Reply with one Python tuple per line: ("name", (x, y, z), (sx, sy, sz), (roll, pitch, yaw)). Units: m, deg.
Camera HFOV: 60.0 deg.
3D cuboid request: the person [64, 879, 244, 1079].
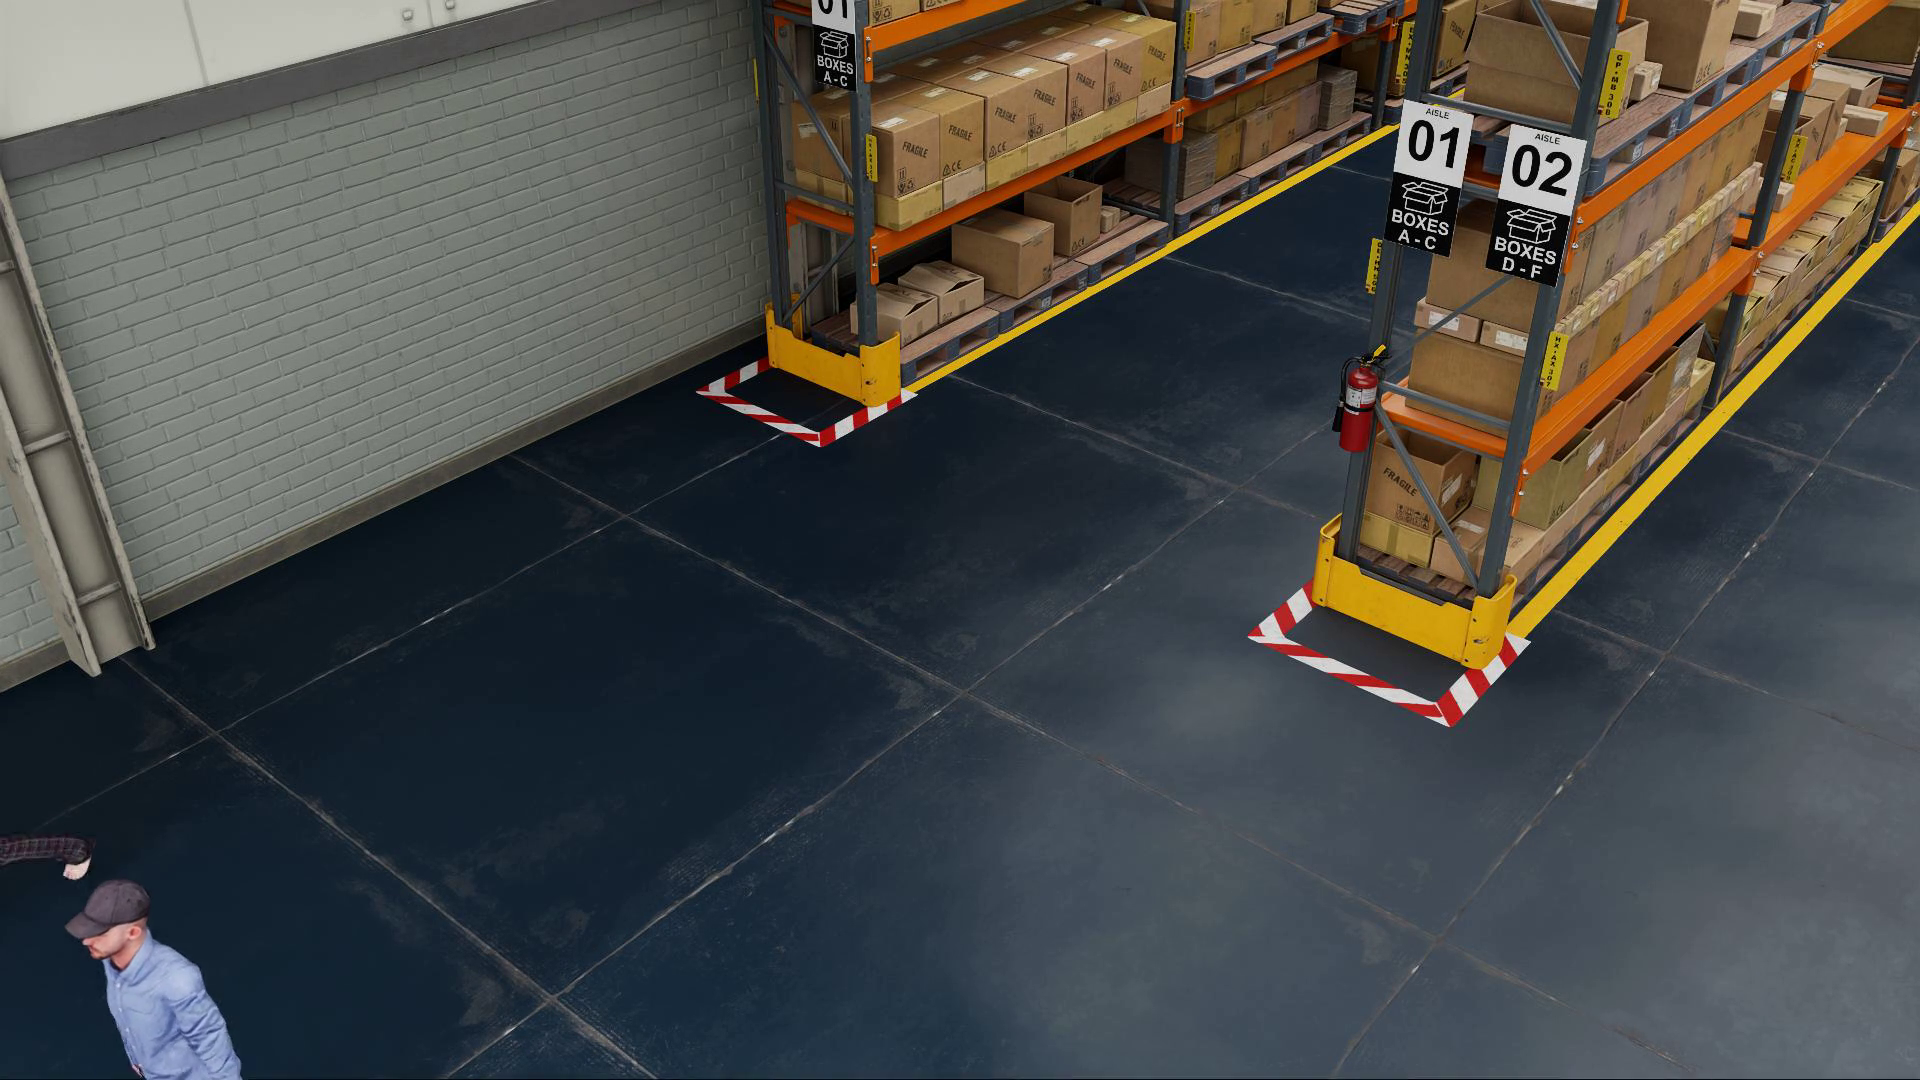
("person", (-2.875, 1.960, 6.308), (0.687, 1.878, 0.640), (20, 38, 28))
